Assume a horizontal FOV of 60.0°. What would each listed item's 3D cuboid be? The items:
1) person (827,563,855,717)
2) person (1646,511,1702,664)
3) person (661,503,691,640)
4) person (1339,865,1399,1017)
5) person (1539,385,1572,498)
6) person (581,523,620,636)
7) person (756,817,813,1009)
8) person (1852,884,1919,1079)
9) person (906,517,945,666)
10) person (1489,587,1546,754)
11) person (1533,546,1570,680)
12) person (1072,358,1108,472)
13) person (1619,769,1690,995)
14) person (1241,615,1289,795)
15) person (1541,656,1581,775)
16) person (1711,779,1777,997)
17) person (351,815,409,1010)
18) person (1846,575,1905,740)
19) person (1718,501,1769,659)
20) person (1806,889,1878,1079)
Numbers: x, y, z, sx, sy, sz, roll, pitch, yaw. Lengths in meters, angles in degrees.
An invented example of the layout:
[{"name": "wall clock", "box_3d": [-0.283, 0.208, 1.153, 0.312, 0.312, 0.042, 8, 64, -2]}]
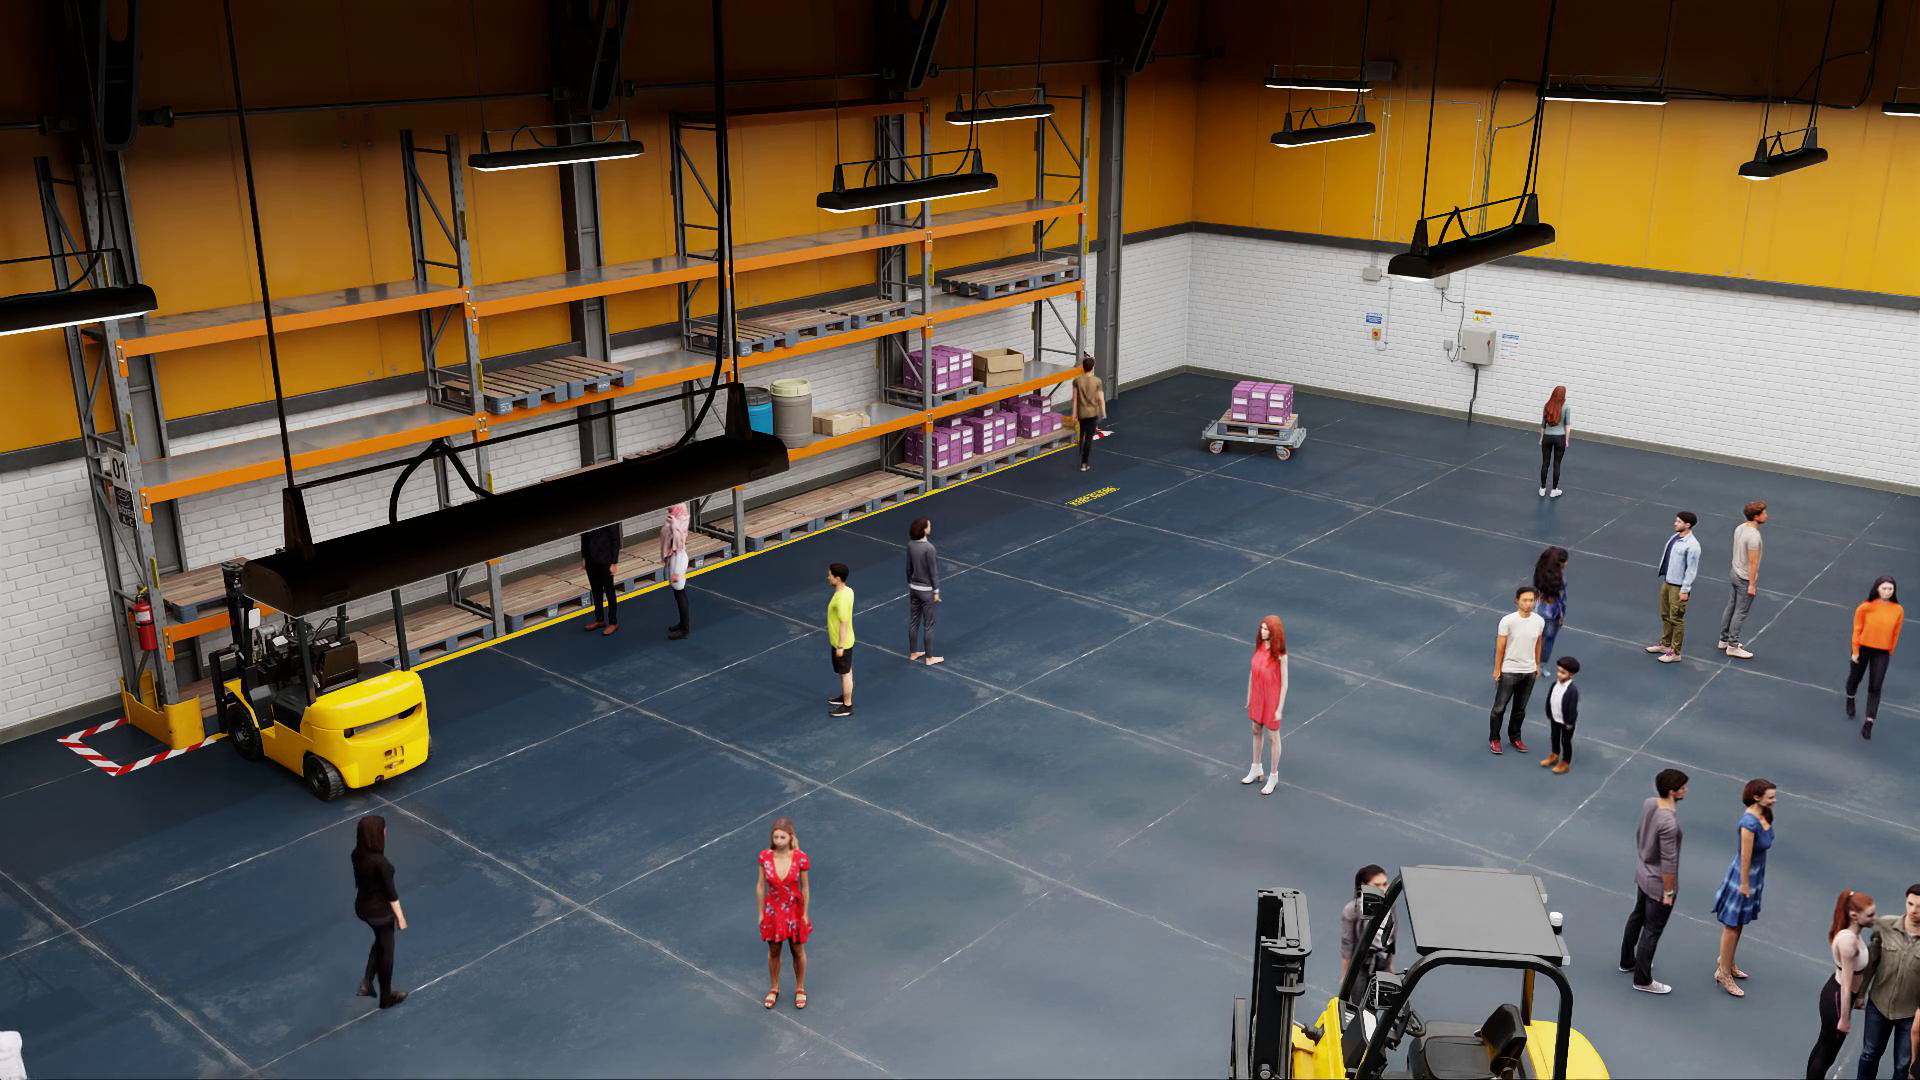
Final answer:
[{"name": "person", "box_3d": [-1.279, 1.056, 18.073, 0.755, 1.709, 0.688, -1, 19, -3]}, {"name": "person", "box_3d": [8.393, 0.531, 19.470, 0.814, 1.811, 0.748, -1, 19, -4]}, {"name": "person", "box_3d": [-3.411, 0.311, 20.135, 0.792, 1.804, 0.734, -2, 19, -5]}, {"name": "person", "box_3d": [2.942, 3.101, 12.047, 0.666, 1.678, 0.776, -8, 20, -23]}, {"name": "person", "box_3d": [9.185, -1.537, 25.721, 0.609, 1.742, 0.559, 12, 22, 31]}, {"name": "person", "box_3d": [-4.384, 0.216, 20.293, 0.737, 1.884, 0.621, 10, 21, 27]}, {"name": "person", "box_3d": [-1.352, 2.870, 12.868, 0.666, 1.593, 0.709, 1, 19, 2]}, {"name": "person", "box_3d": [6.470, 3.202, 11.453, 0.716, 1.865, 0.590, 17, 25, 41]}, {"name": "person", "box_3d": [-0.438, 0.579, 19.397, 0.612, 1.767, 0.524, 16, 25, 40]}, {"name": "person", "box_3d": [5.740, 1.323, 17.133, 0.697, 1.803, 0.772, -3, 19, -8]}, {"name": "person", "box_3d": [6.603, 0.848, 18.840, 0.832, 1.613, 0.766, -10, 21, -27]}, {"name": "person", "box_3d": [2.046, -2.025, 27.027, 0.782, 1.832, 0.895, 9, 20, 24]}, {"name": "person", "box_3d": [5.484, 2.651, 13.112, 0.798, 1.851, 0.711, 0, 19, 0]}, {"name": "person", "box_3d": [3.012, 1.590, 16.301, 0.595, 1.828, 0.648, -12, 22, -32]}, {"name": "person", "box_3d": [6.101, 1.748, 16.781, 0.584, 1.221, 0.568, -8, 20, -23]}, {"name": "person", "box_3d": [6.175, 2.695, 13.053, 0.754, 1.806, 0.545, 11, 22, 30]}, {"name": "person", "box_3d": [-4.538, 2.889, 12.755, 0.620, 1.629, 0.651, 12, 22, 32]}, {"name": "person", "box_3d": [9.661, 1.186, 17.696, 0.871, 1.702, 1.190, 6, 20, 18]}, {"name": "person", "box_3d": [9.245, 0.438, 19.614, 0.807, 1.896, 0.703, 1, 19, 3]}, {"name": "person", "box_3d": [6.107, 3.227, 11.576, 0.677, 1.740, 0.503, 11, 22, 30]}]
